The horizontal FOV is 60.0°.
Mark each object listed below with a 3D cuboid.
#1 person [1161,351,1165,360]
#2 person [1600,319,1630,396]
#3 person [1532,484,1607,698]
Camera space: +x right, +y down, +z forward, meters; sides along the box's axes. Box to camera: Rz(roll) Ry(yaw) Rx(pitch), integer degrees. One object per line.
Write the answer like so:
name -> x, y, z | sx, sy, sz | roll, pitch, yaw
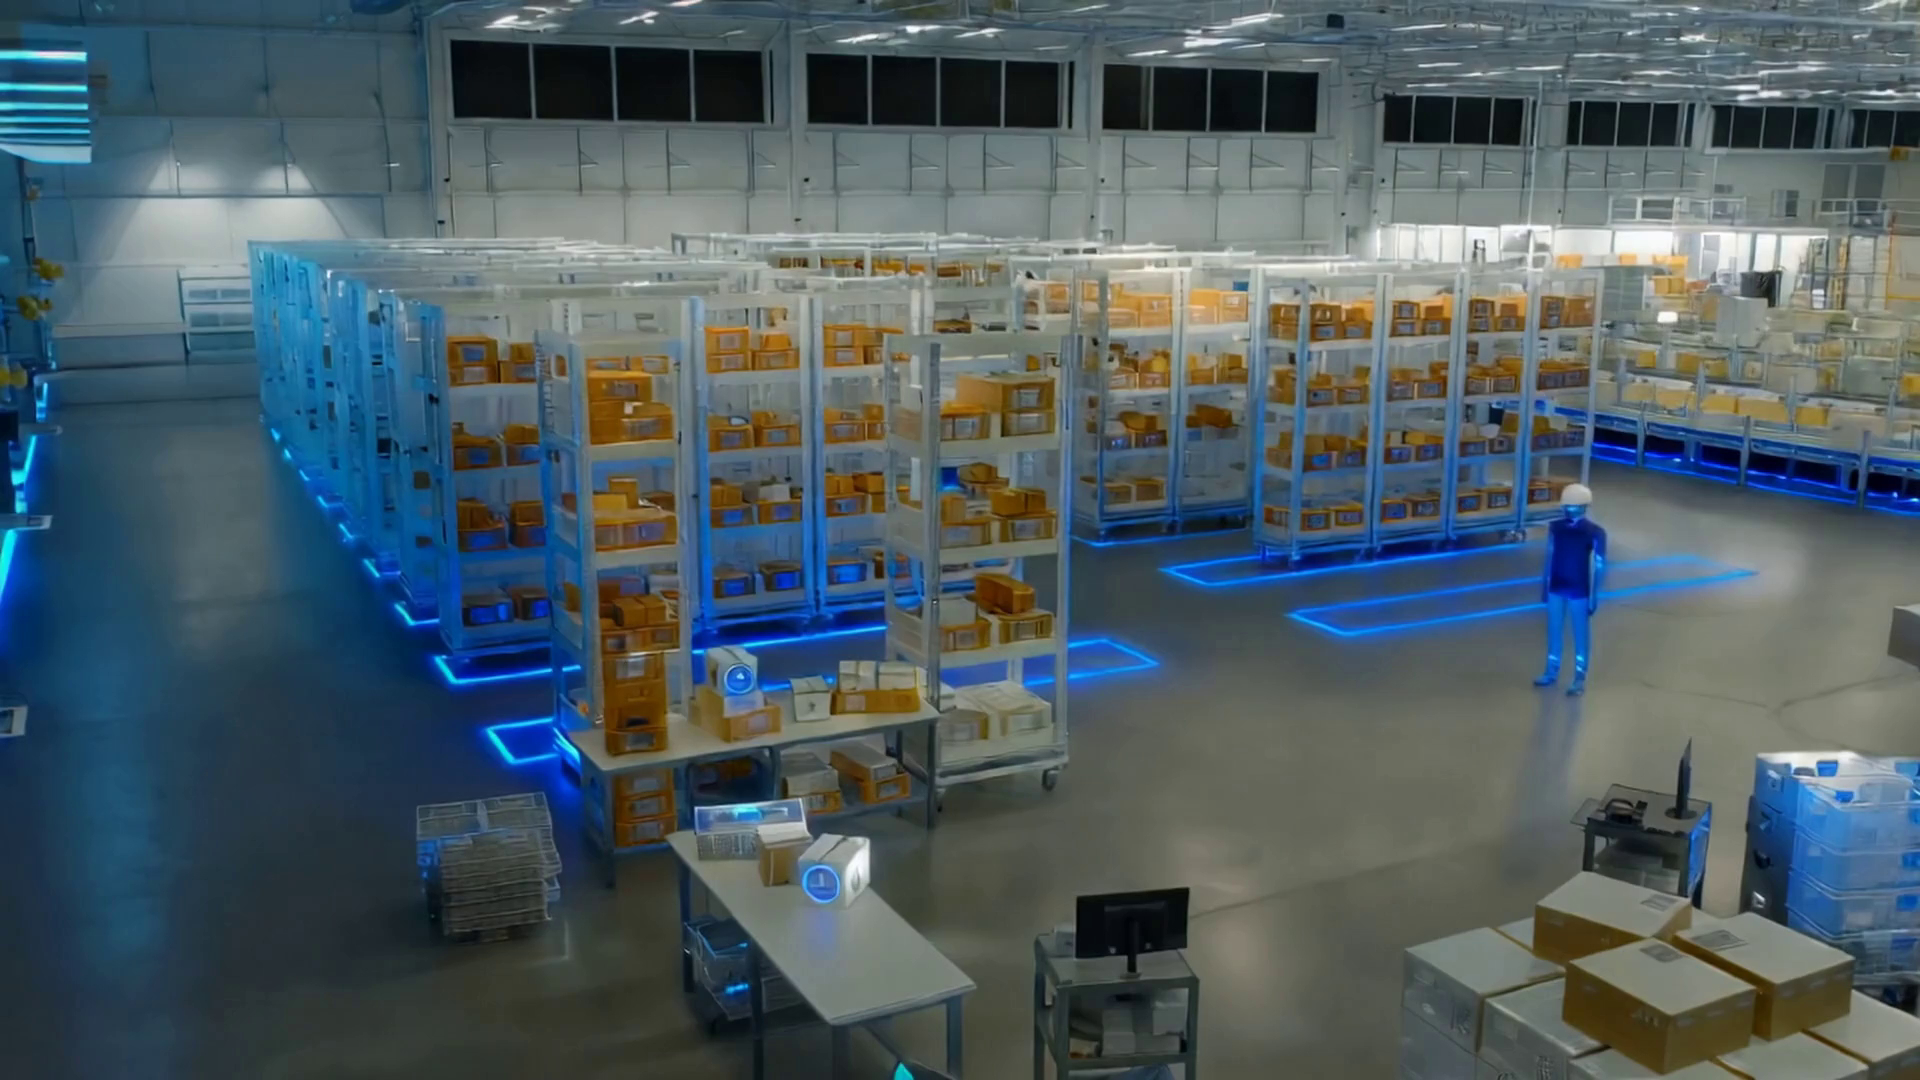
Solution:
person -> 5.249, -5.054, 41.664 | 0.596, 1.814, 0.433 | 1, 12, 6
person -> 14.761, -4.122, 37.526 | 0.847, 1.715, 0.521 | 6, 13, 26
person -> 5.665, 0.458, 15.450 | 0.382, 1.993, 0.622 | -9, 15, -36
